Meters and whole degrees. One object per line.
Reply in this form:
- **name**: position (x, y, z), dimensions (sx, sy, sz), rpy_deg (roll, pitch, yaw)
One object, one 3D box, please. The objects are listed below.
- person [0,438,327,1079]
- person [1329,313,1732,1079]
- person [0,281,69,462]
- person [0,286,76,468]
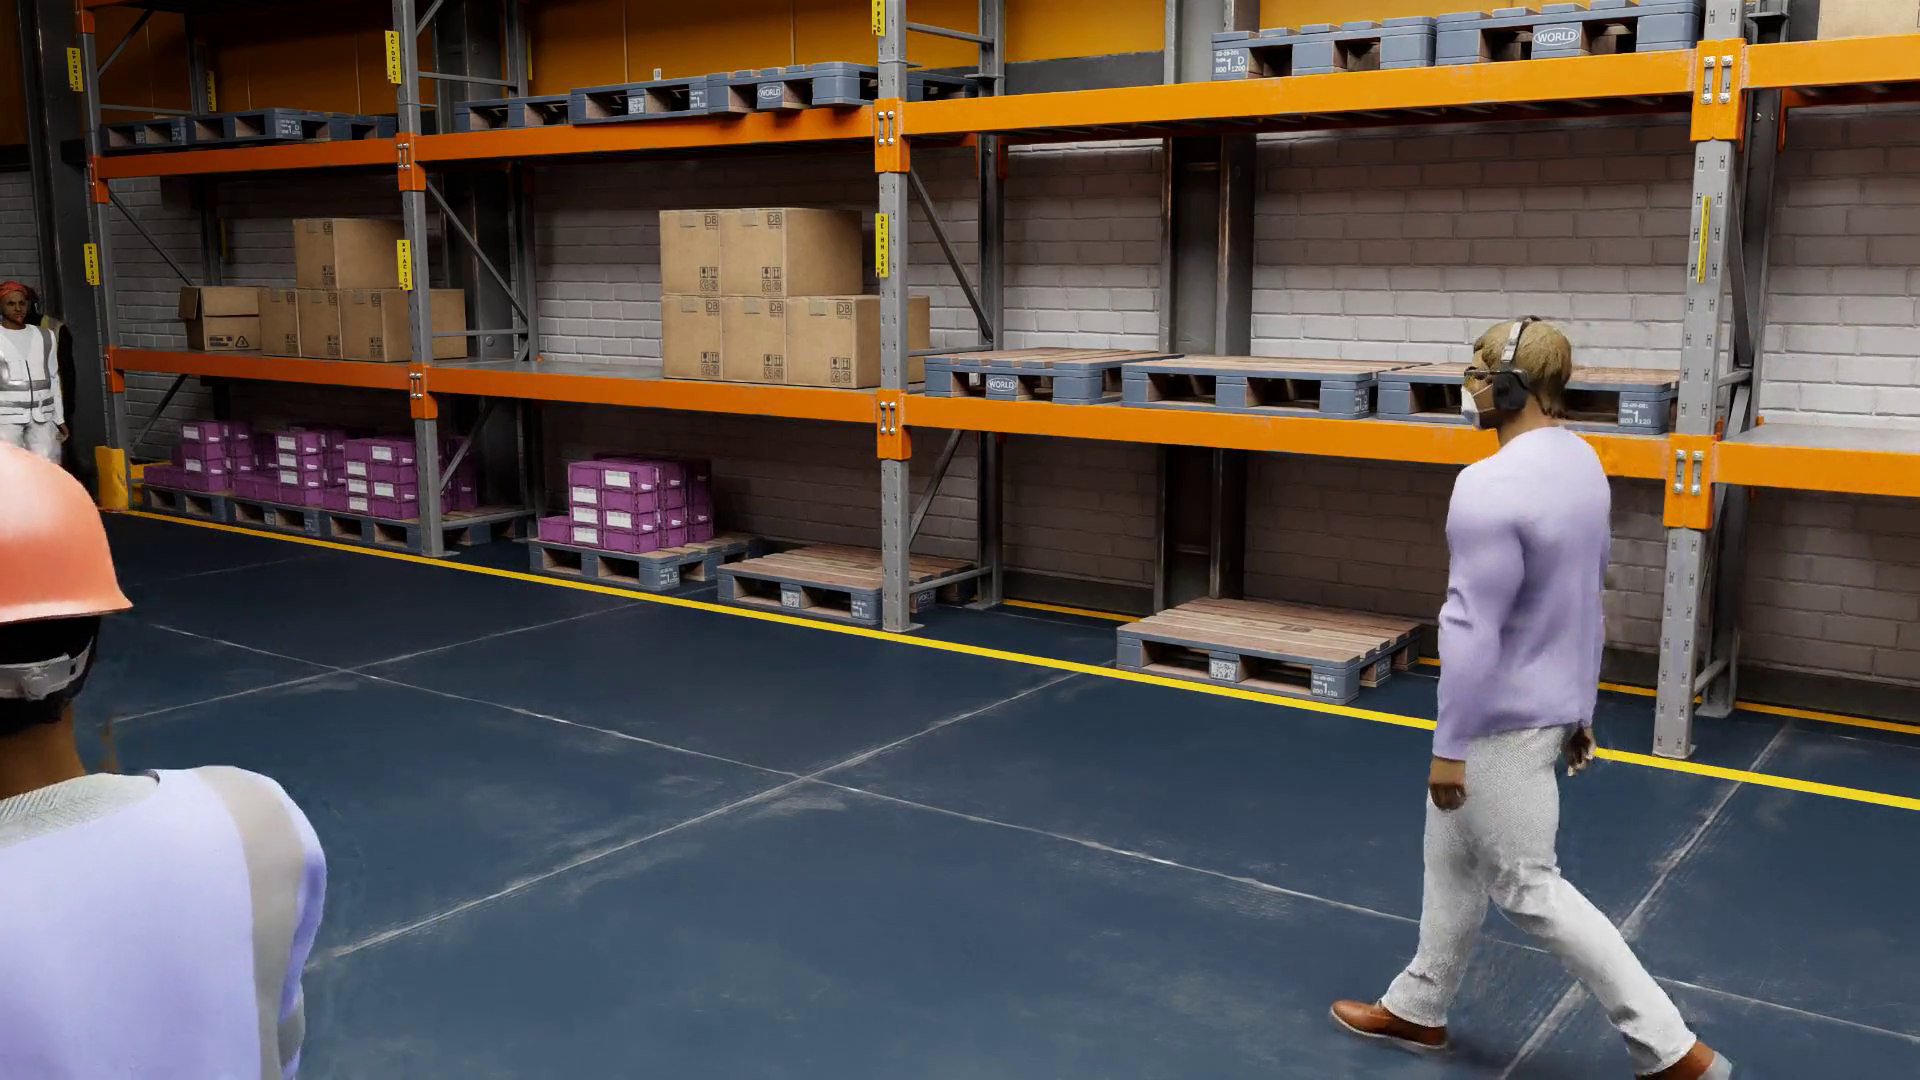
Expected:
- **person**: position (-0.774, 0.842, 1.540), dimensions (1.014, 1.895, 0.537), rpy_deg (7, 12, 36)
- **person**: position (1.376, 0.421, 3.945), dimensions (0.949, 1.910, 0.635), rpy_deg (7, 12, 37)
- **person**: position (-6.412, -0.817, 11.372), dimensions (0.341, 1.882, 0.587), rpy_deg (6, 12, 34)
- **person**: position (-7.625, -1.168, 13.682), dimensions (0.642, 1.805, 0.861), rpy_deg (-4, 10, -22)
